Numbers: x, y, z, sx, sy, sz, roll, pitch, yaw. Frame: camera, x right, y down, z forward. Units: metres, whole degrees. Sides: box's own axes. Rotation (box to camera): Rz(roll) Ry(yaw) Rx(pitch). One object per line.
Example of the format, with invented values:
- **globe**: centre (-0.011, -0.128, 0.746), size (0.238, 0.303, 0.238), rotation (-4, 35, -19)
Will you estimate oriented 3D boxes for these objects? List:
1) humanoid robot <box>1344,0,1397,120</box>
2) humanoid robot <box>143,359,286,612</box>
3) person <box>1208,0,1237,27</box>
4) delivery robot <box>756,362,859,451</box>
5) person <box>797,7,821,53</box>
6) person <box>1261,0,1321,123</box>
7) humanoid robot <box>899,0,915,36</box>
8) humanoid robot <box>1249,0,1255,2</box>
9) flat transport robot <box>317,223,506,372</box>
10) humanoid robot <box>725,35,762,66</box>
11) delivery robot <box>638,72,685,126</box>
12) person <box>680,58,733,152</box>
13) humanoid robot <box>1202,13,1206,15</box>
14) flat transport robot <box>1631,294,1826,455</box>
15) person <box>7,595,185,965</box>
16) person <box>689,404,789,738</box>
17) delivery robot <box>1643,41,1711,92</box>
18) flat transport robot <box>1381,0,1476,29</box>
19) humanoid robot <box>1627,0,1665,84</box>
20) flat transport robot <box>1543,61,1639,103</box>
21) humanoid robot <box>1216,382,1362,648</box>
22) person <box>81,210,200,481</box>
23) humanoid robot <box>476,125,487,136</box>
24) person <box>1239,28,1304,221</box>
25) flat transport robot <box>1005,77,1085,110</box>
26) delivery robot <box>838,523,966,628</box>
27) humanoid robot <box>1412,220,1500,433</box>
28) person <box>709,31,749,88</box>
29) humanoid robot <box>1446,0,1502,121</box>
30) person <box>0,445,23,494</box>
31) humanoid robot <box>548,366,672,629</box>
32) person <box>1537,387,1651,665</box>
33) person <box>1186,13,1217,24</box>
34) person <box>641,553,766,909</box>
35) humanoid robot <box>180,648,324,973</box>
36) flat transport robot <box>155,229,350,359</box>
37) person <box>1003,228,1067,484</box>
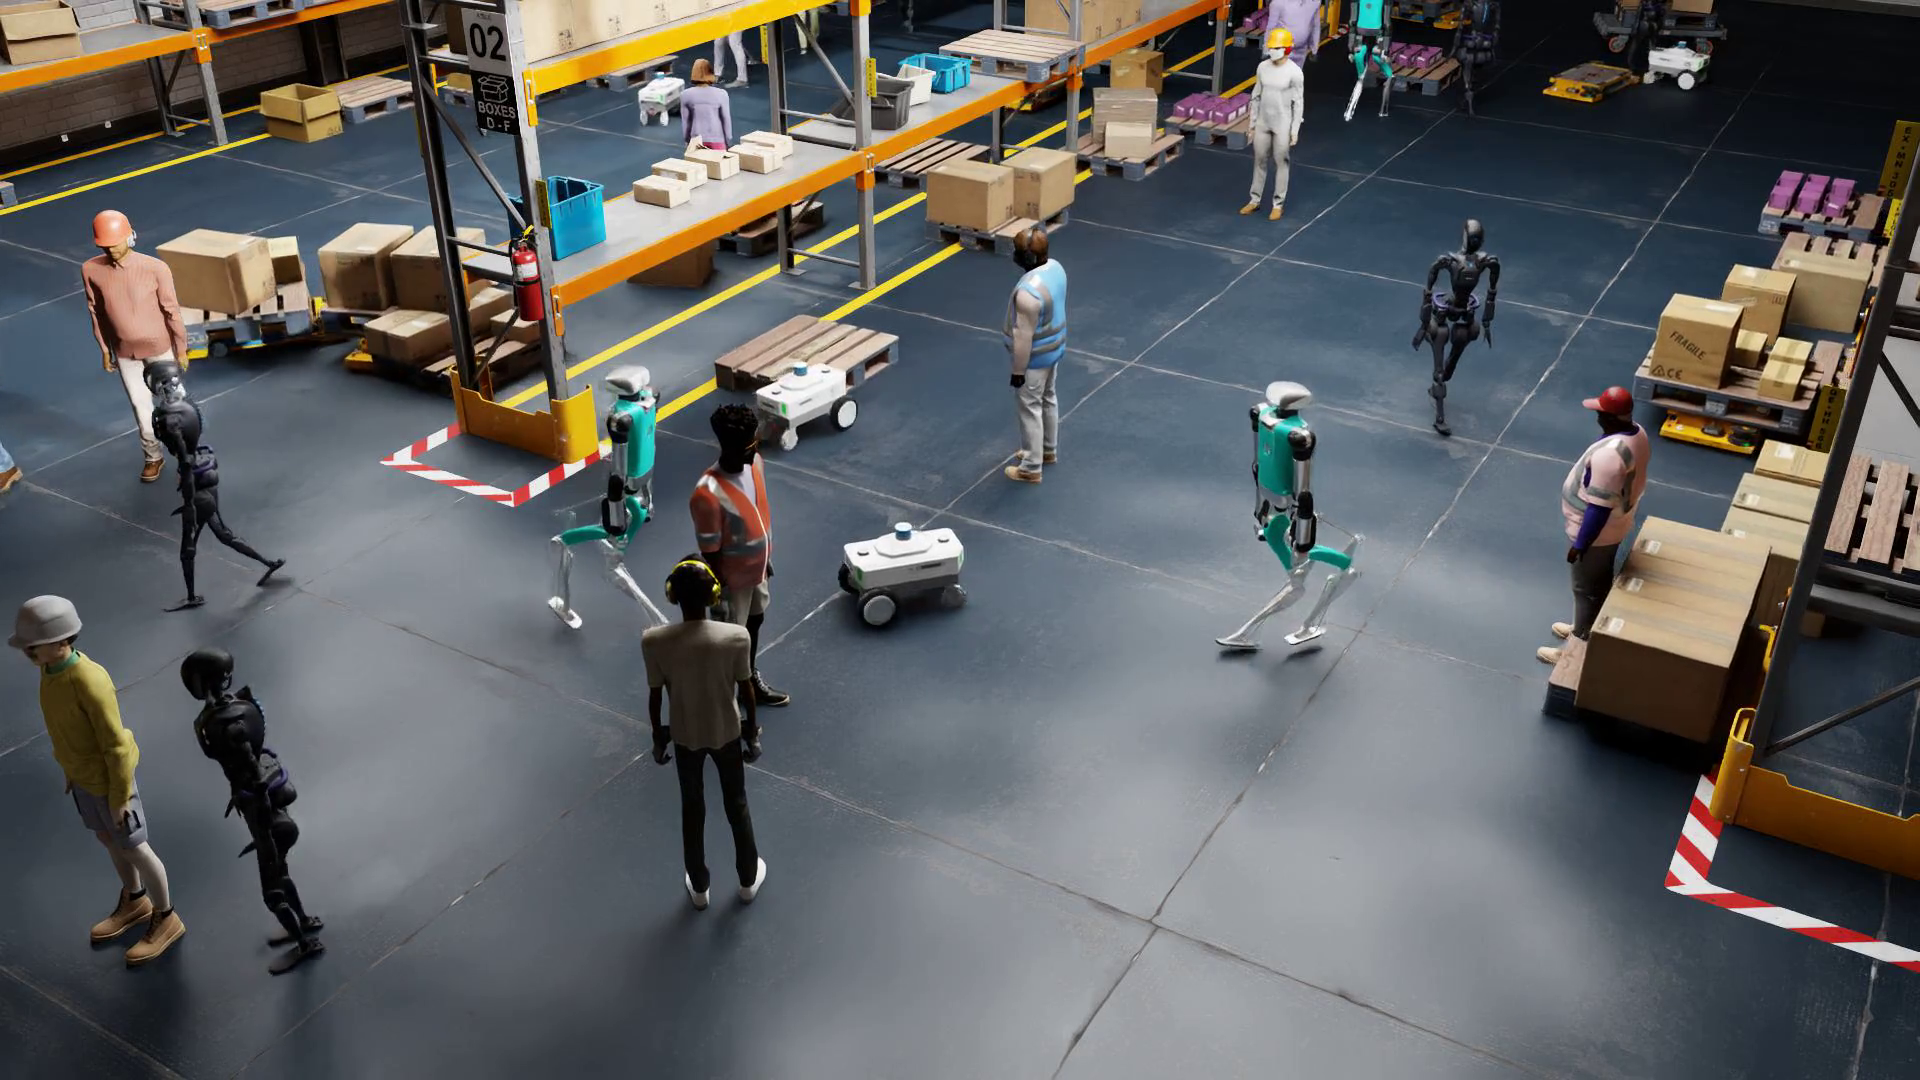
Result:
- **humanoid robot**: centre (4.983, -5.937, 19.995), size (0.569, 1.791, 0.809), rotation (16, 33, 26)
- **humanoid robot**: centre (-4.657, -0.356, 10.187), size (0.752, 1.636, 0.608), rotation (-12, 32, -20)
- **person**: centre (3.913, -8.456, 24.310), size (0.508, 1.838, 0.341), rotation (8, 30, 14)
- **delivery robot**: centre (-1.187, -1.047, 12.495), size (0.499, 0.587, 0.769), rotation (23, 37, 35)
- **person**: centre (-2.132, -7.691, 23.084), size (0.577, 1.705, 0.860), rotation (0, 29, 0)
- **person**: centre (3.900, -5.739, 19.481), size (0.686, 1.865, 0.668), rotation (-9, 31, -16)
- **humanoid robot**: centre (-0.761, -8.188, 24.031), size (0.607, 1.629, 0.731), rotation (3, 30, 5)
- **humanoid robot**: centre (4.684, -9.265, 25.959), size (0.616, 1.613, 0.815), rotation (25, 38, 37)
- **flat transport robot**: centre (-4.583, -1.793, 14.114), size (0.659, 0.231, 1.431), rotation (5, 30, 8)
- **humanoid robot**: centre (-2.927, -7.092, 21.856), size (0.735, 1.681, 0.533), rotation (-25, 38, -37)
- **delivery robot**: centre (-3.594, -5.355, 20.131), size (0.499, 0.601, 0.796), rotation (8, 30, 13)
- **person**: centre (-2.511, -3.960, 16.567), size (0.498, 1.629, 0.288), rotation (2, 30, 4)
- **humanoid robot**: centre (3.516, -8.675, 24.865), size (0.660, 1.866, 0.542), rotation (-10, 31, -17)
- **flat transport robot**: centre (5.892, -1.063, 12.822), size (0.659, 0.231, 1.431), rotation (17, 34, 27)
- **person**: centre (-3.847, 1.054, 7.431), size (0.470, 1.893, 0.386), rotation (19, 35, 30)
- **person**: centre (-1.187, 0.160, 8.945), size (0.365, 1.957, 0.597), rotation (12, 32, 20)
- **delivery robot**: centre (9.303, -6.118, 21.493), size (0.803, 0.613, 0.499), rotation (24, 37, 36)
- **flat transport robot**: centre (6.910, -7.882, 24.884), size (0.659, 0.231, 1.431), rotation (-26, 39, -38)
- **humanoid robot**: centre (8.879, -6.704, 21.386), size (0.611, 1.632, 0.531), rotation (-26, 38, -37)
- **flat transport robot**: centre (8.110, -5.874, 21.332), size (0.659, 0.231, 1.431), rotation (24, 37, 36)
- **humanoid robot**: centre (1.971, -0.112, 9.625), size (0.952, 1.738, 0.553), rotation (-11, 31, -19)
- **person**: centre (-5.688, -1.340, 11.573), size (0.611, 1.987, 0.402), rotation (-2, 30, -3)
- **humanoid robot**: centre (-5.534, -5.619, 19.438), size (0.571, 1.821, 0.919), rotation (14, 32, 23)
- **person**: centre (3.144, -4.159, 16.649), size (0.562, 1.896, 0.378), rotation (21, 35, 32)
- **flat transport robot**: centre (0.966, -5.719, 21.058), size (0.659, 0.231, 1.431), rotation (17, 33, 27)
- **delivery robot**: centre (-0.350, 0.170, 10.335), size (0.766, 0.580, 0.499), rotation (-9, 31, -16)
- **humanoid robot**: centre (3.710, -1.654, 12.500), size (0.590, 1.618, 0.805), rotation (-2, 30, -3)
- **person**: centre (-2.979, -6.743, 21.207), size (0.543, 1.909, 0.439), rotation (21, 36, 32)
- **humanoid robot**: centre (6.188, -5.933, 20.057), size (0.609, 1.628, 0.787), rotation (-5, 30, -8)
- **person**: centre (-6.824, -1.090, 11.181), size (0.673, 1.925, 0.685), rotation (24, 37, 36)
- **humanoid robot**: centre (-2.184, -0.204, 9.869), size (1.015, 1.784, 0.548), rotation (6, 30, 11)
- **person**: centre (3.646, -0.073, 9.564), size (0.418, 1.751, 0.605), rotation (20, 35, 31)
- **person**: centre (3.613, -8.463, 24.452), size (0.765, 1.722, 0.568), rotation (-22, 36, -33)
- **person**: centre (-1.181, 0.903, 7.718), size (0.507, 1.871, 0.329), rotation (-3, 30, -5)
- **humanoid robot**: centre (-3.138, 1.187, 7.416), size (0.319, 1.644, 0.591), rotation (-20, 35, -31)
- **flat transport robot**: centre (-5.970, -1.814, 14.151), size (1.431, 0.231, 0.659), rotation (-11, 31, -18)
- **person**: centre (0.512, -1.292, 11.644), size (0.431, 1.836, 0.632), rotation (12, 32, 20)
